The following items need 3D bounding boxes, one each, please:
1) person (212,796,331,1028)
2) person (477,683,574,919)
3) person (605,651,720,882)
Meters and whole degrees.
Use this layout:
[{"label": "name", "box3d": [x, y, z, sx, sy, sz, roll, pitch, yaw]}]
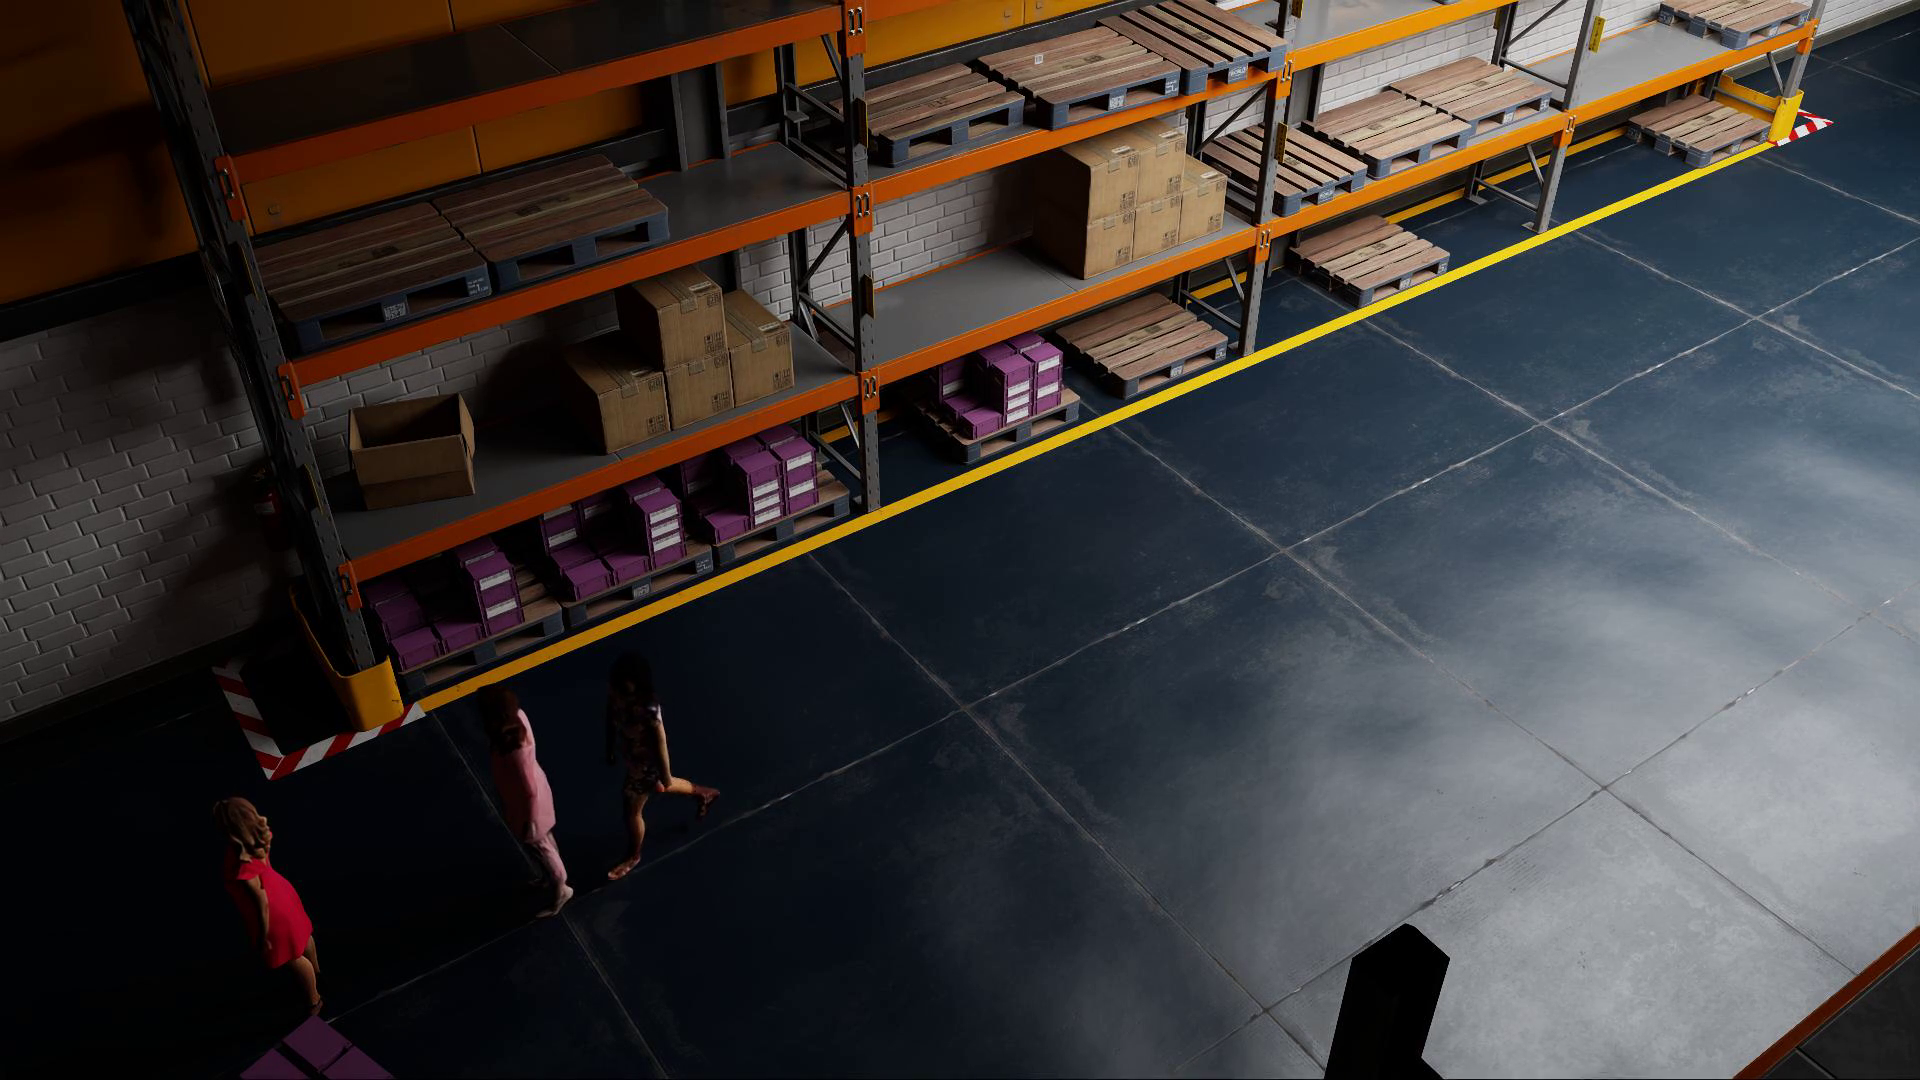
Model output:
[{"label": "person", "box3d": [-3.711, 1.993, 8.993, 0.653, 1.728, 0.645, -8, 39, -10]}, {"label": "person", "box3d": [-2.485, 1.488, 9.568, 0.618, 1.801, 0.676, -12, 40, -14]}, {"label": "person", "box3d": [-1.827, 1.268, 9.925, 1.122, 1.698, 0.726, -27, 46, -30]}]
